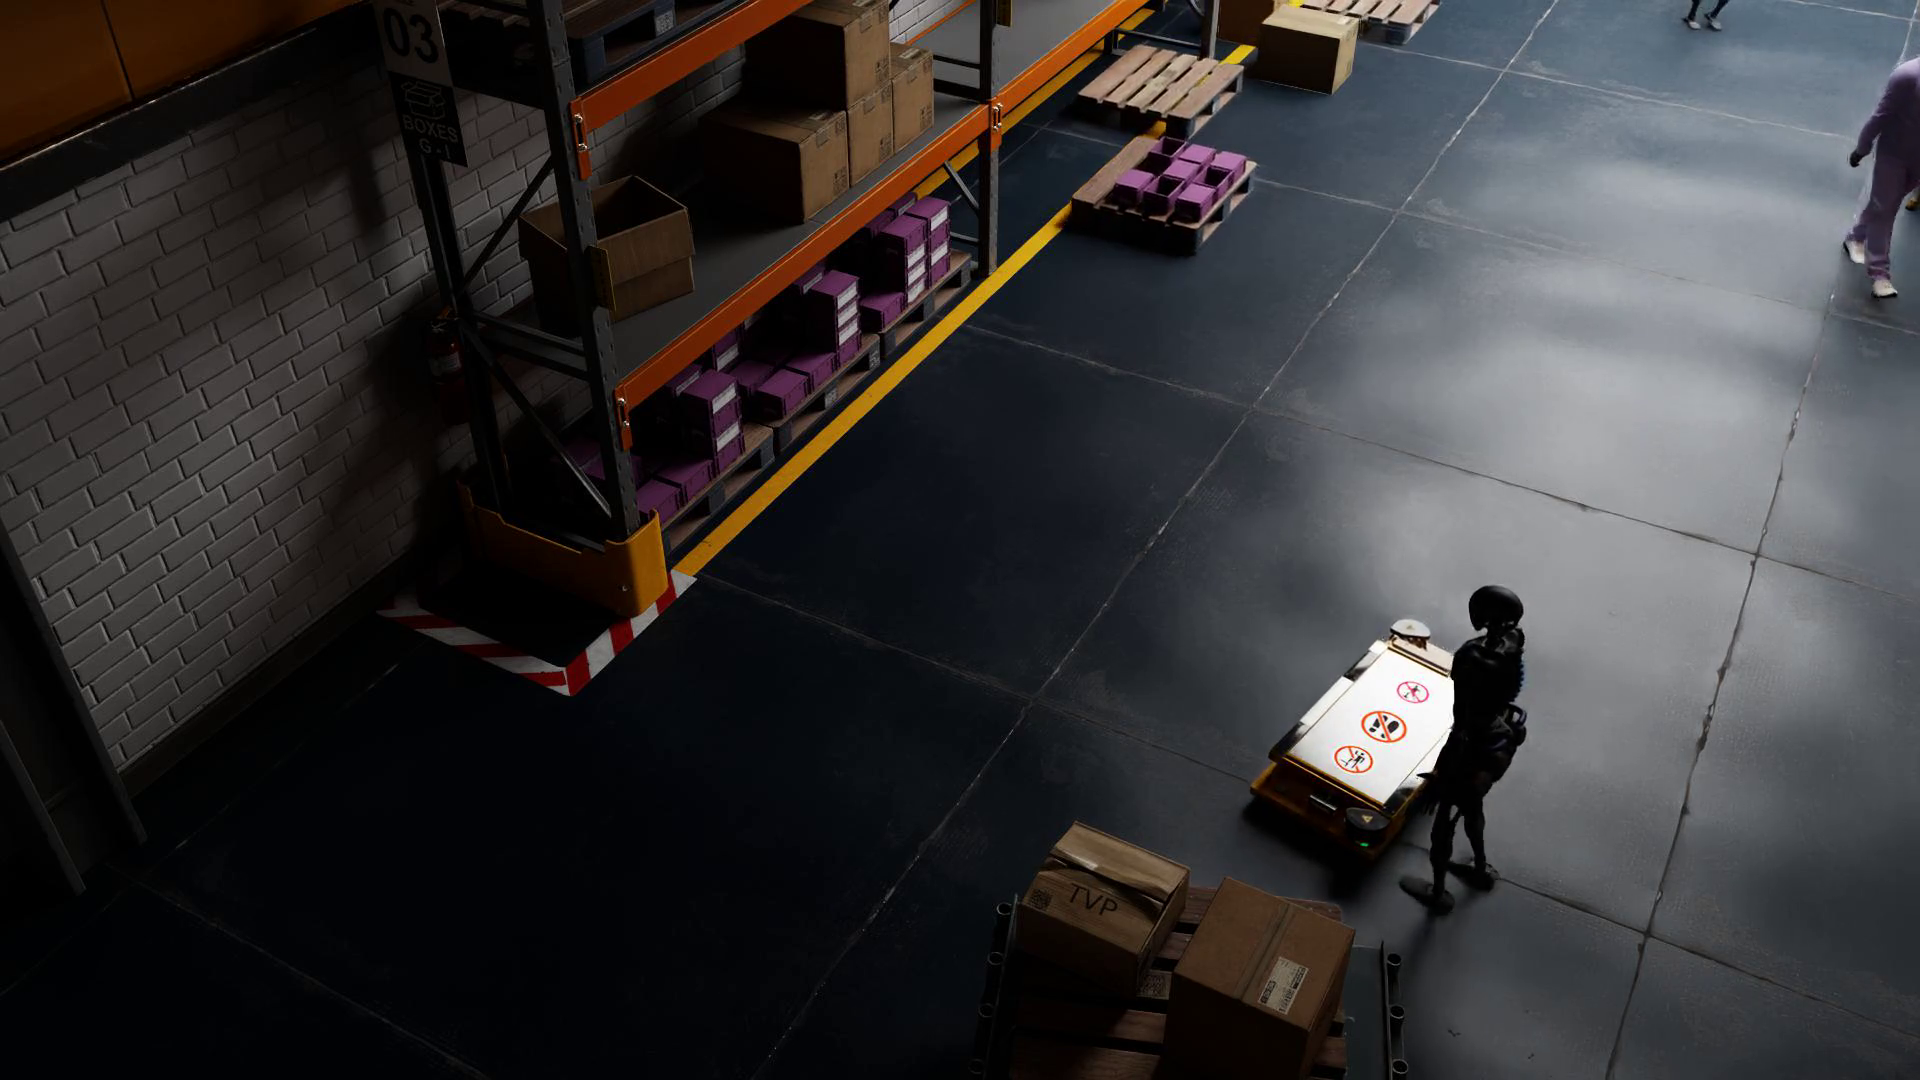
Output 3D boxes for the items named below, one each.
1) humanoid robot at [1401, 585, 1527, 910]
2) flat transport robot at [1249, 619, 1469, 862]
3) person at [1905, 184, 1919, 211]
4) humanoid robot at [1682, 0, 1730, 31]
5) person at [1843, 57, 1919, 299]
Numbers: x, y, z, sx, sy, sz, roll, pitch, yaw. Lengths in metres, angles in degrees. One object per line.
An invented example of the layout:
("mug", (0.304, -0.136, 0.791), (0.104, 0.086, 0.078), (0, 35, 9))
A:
("humanoid robot", (2.174, 0.888, 6.991), (0.373, 1.644, 0.603), (28, 46, 30))
("flat transport robot", (2.070, 0.932, 8.055), (0.659, 0.231, 1.431), (28, 46, 30))
("person", (7.328, -3.221, 11.947), (0.371, 1.892, 0.582), (-32, 48, -33))
("humanoid robot", (6.798, -5.353, 14.786), (0.610, 1.635, 0.379), (-4, 39, -4))
("person", (6.413, -2.552, 11.148), (0.655, 1.838, 1.040), (0, 39, 0))
